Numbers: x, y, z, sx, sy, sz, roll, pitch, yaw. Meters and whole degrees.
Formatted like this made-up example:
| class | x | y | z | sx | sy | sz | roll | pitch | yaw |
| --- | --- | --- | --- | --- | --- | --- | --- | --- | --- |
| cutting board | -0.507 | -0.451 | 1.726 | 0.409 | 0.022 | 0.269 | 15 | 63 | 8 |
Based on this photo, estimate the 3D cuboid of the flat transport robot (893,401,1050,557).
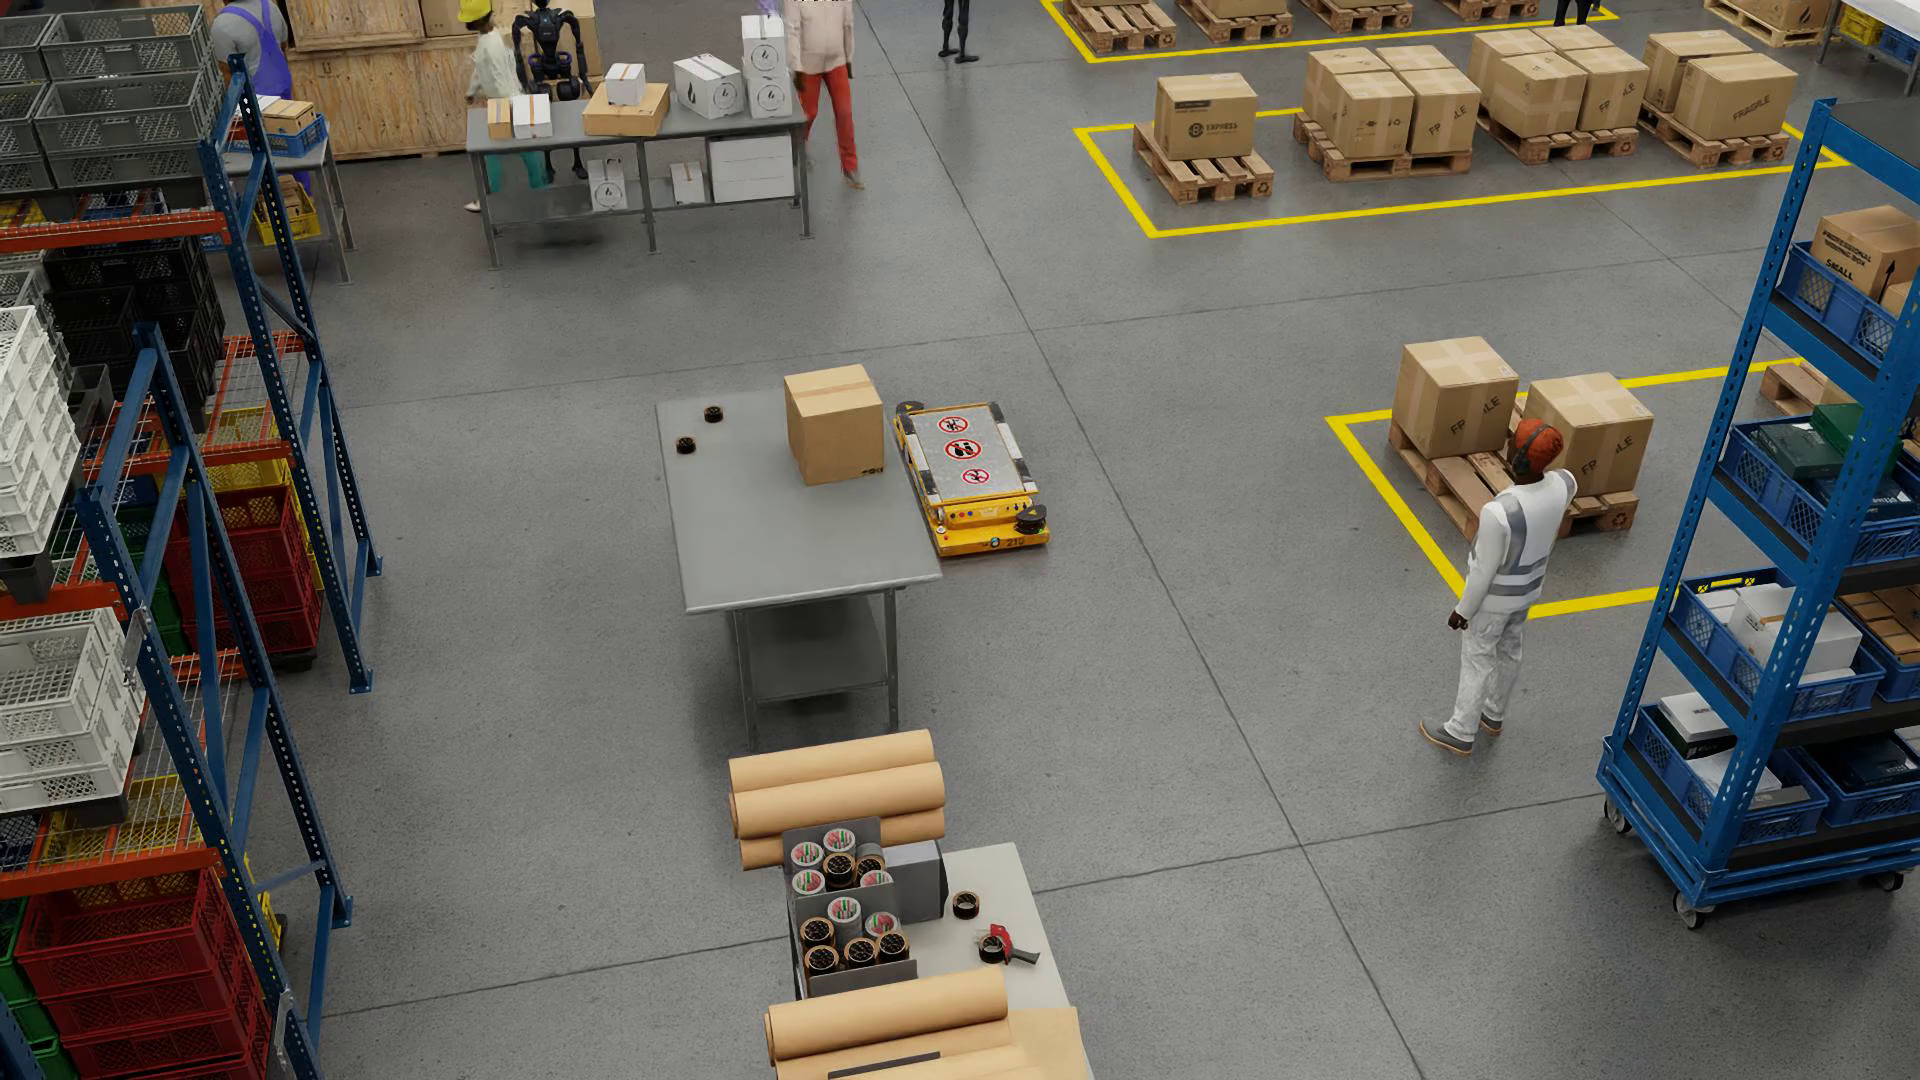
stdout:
| class | x | y | z | sx | sy | sz | roll | pitch | yaw |
| --- | --- | --- | --- | --- | --- | --- | --- | --- | --- |
| flat transport robot | 0.046 | -0.430 | 10.108 | 0.652 | 0.197 | 1.431 | -8 | 37 | -10 |

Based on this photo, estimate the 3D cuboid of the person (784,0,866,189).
| class | x | y | z | sx | sy | sz | roll | pitch | yaw |
| --- | --- | --- | --- | --- | --- | --- | --- | --- | --- |
| person | -1.103 | -3.834 | 13.286 | 0.620 | 1.966 | 0.833 | -18 | 40 | -22 |

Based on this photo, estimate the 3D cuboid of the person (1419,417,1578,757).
| class | x | y | z | sx | sy | sz | roll | pitch | yaw |
| --- | --- | --- | --- | --- | --- | --- | --- | --- | --- |
| person | 2.558 | 0.232 | 7.889 | 0.574 | 1.884 | 0.356 | -24 | 43 | -29 |

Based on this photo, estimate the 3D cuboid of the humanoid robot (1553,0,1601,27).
| class | x | y | z | sx | sy | sz | roll | pitch | yaw |
| --- | --- | --- | --- | --- | --- | --- | --- | --- | --- |
| humanoid robot | 5.661 | -5.109 | 15.228 | 0.324 | 1.658 | 0.601 | -25 | 43 | -29 |

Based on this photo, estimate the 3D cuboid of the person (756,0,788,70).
| class | x | y | z | sx | sy | sz | roll | pitch | yaw |
| --- | --- | --- | --- | --- | --- | --- | --- | --- | --- |
| person | -1.829 | -5.338 | 15.380 | 0.585 | 1.877 | 0.937 | -23 | 43 | -28 |

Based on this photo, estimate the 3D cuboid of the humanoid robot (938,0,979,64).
| class | x | y | z | sx | sy | sz | roll | pitch | yaw |
| --- | --- | --- | --- | --- | --- | --- | --- | --- | --- |
| humanoid robot | -0.018 | -5.322 | 15.515 | 0.316 | 1.657 | 0.609 | -24 | 43 | -28 |

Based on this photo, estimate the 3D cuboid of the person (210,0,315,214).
| class | x | y | z | sx | sy | sz | roll | pitch | yaw |
| --- | --- | --- | --- | --- | --- | --- | --- | --- | --- |
| person | -5.403 | -3.455 | 12.715 | 0.536 | 2.000 | 0.679 | 11 | 38 | 15 |

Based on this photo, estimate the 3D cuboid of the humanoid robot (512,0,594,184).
| class | x | y | z | sx | sy | sz | roll | pitch | yaw |
| --- | --- | --- | --- | --- | --- | --- | --- | --- | --- |
| humanoid robot | -3.246 | -3.676 | 13.302 | 0.593 | 1.657 | 0.326 | -11 | 38 | -14 |

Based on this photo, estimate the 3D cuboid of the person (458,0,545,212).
| class | x | y | z | sx | sy | sz | roll | pitch | yaw |
| --- | --- | --- | --- | --- | --- | --- | --- | --- | --- |
| person | -3.651 | -3.372 | 12.841 | 0.731 | 1.732 | 0.544 | -7 | 37 | -9 |
